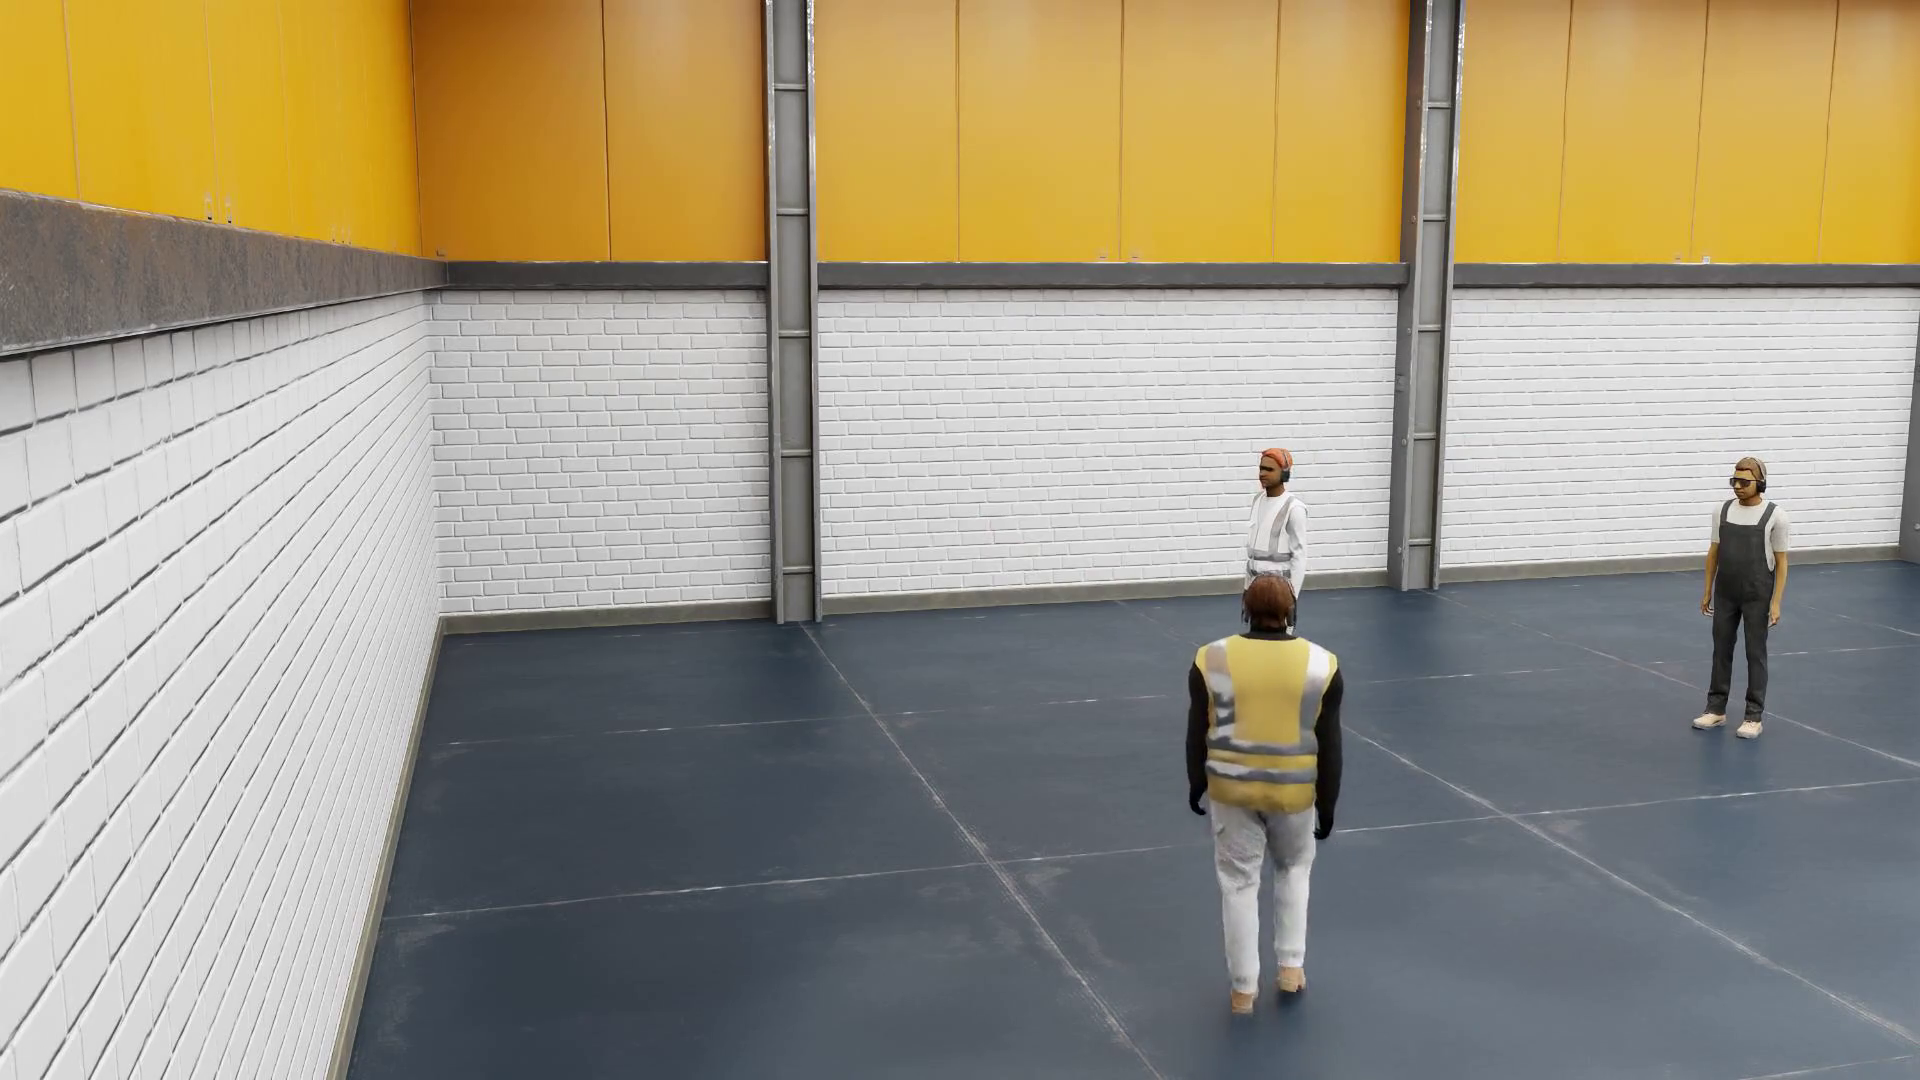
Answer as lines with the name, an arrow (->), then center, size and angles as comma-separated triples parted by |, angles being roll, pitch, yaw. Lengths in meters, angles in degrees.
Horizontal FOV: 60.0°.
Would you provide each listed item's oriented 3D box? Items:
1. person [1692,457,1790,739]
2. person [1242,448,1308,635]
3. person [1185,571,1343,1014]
person -> 5.131, 0.372, 10.908 | 0.326, 1.843, 0.516 | -8, 12, -40
person -> 2.073, 0.324, 11.097 | 0.349, 1.879, 0.584 | -4, 10, -23
person -> 1.247, 1.028, 6.902 | 0.629, 1.826, 0.566 | 1, 9, 7
